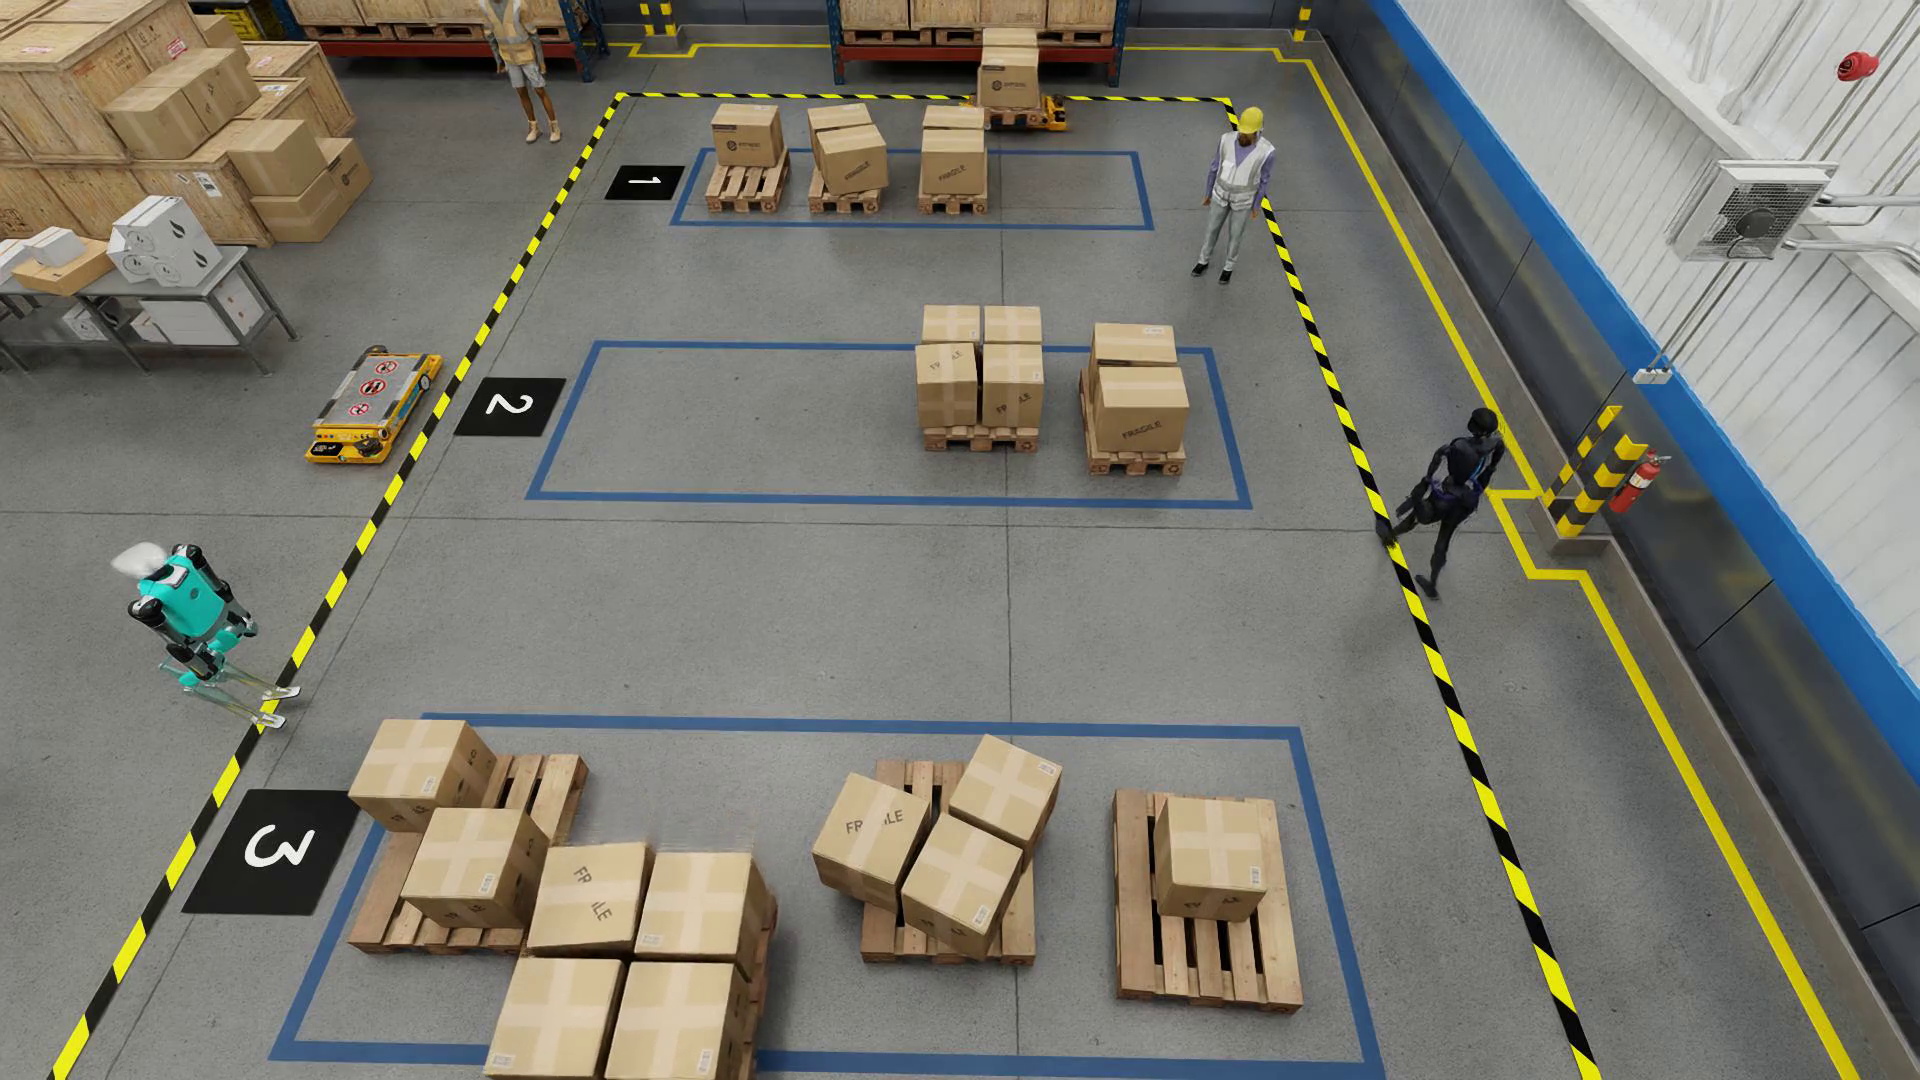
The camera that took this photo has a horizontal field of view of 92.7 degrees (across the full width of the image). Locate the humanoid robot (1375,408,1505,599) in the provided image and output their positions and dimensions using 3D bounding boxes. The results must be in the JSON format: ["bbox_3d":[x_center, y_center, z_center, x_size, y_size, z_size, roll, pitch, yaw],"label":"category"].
[{"bbox_3d":[3.580,-0.326,6.751,0.616,1.620,0.790,-7,50,-6],"label":"humanoid robot"}]

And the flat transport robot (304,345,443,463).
[{"bbox_3d":[-5.383,-1.269,8.441,0.659,0.231,1.431,1,50,1],"label":"flat transport robot"}]

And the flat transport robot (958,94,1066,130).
[{"bbox_3d":[0.678,-5.695,12.167,1.431,0.197,0.652,1,50,1],"label":"flat transport robot"}]

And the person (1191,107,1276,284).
[{"bbox_3d":[2.759,-3.465,9.276,0.598,1.827,0.404,24,54,19],"label":"person"}]

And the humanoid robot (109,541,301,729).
[{"bbox_3d":[-4.869,0.620,5.792,0.735,1.677,0.533,1,50,1],"label":"humanoid robot"}]

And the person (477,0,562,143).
[{"bbox_3d":[-5.390,-5.880,11.182,0.615,2.039,0.379,1,50,1],"label":"person"}]
